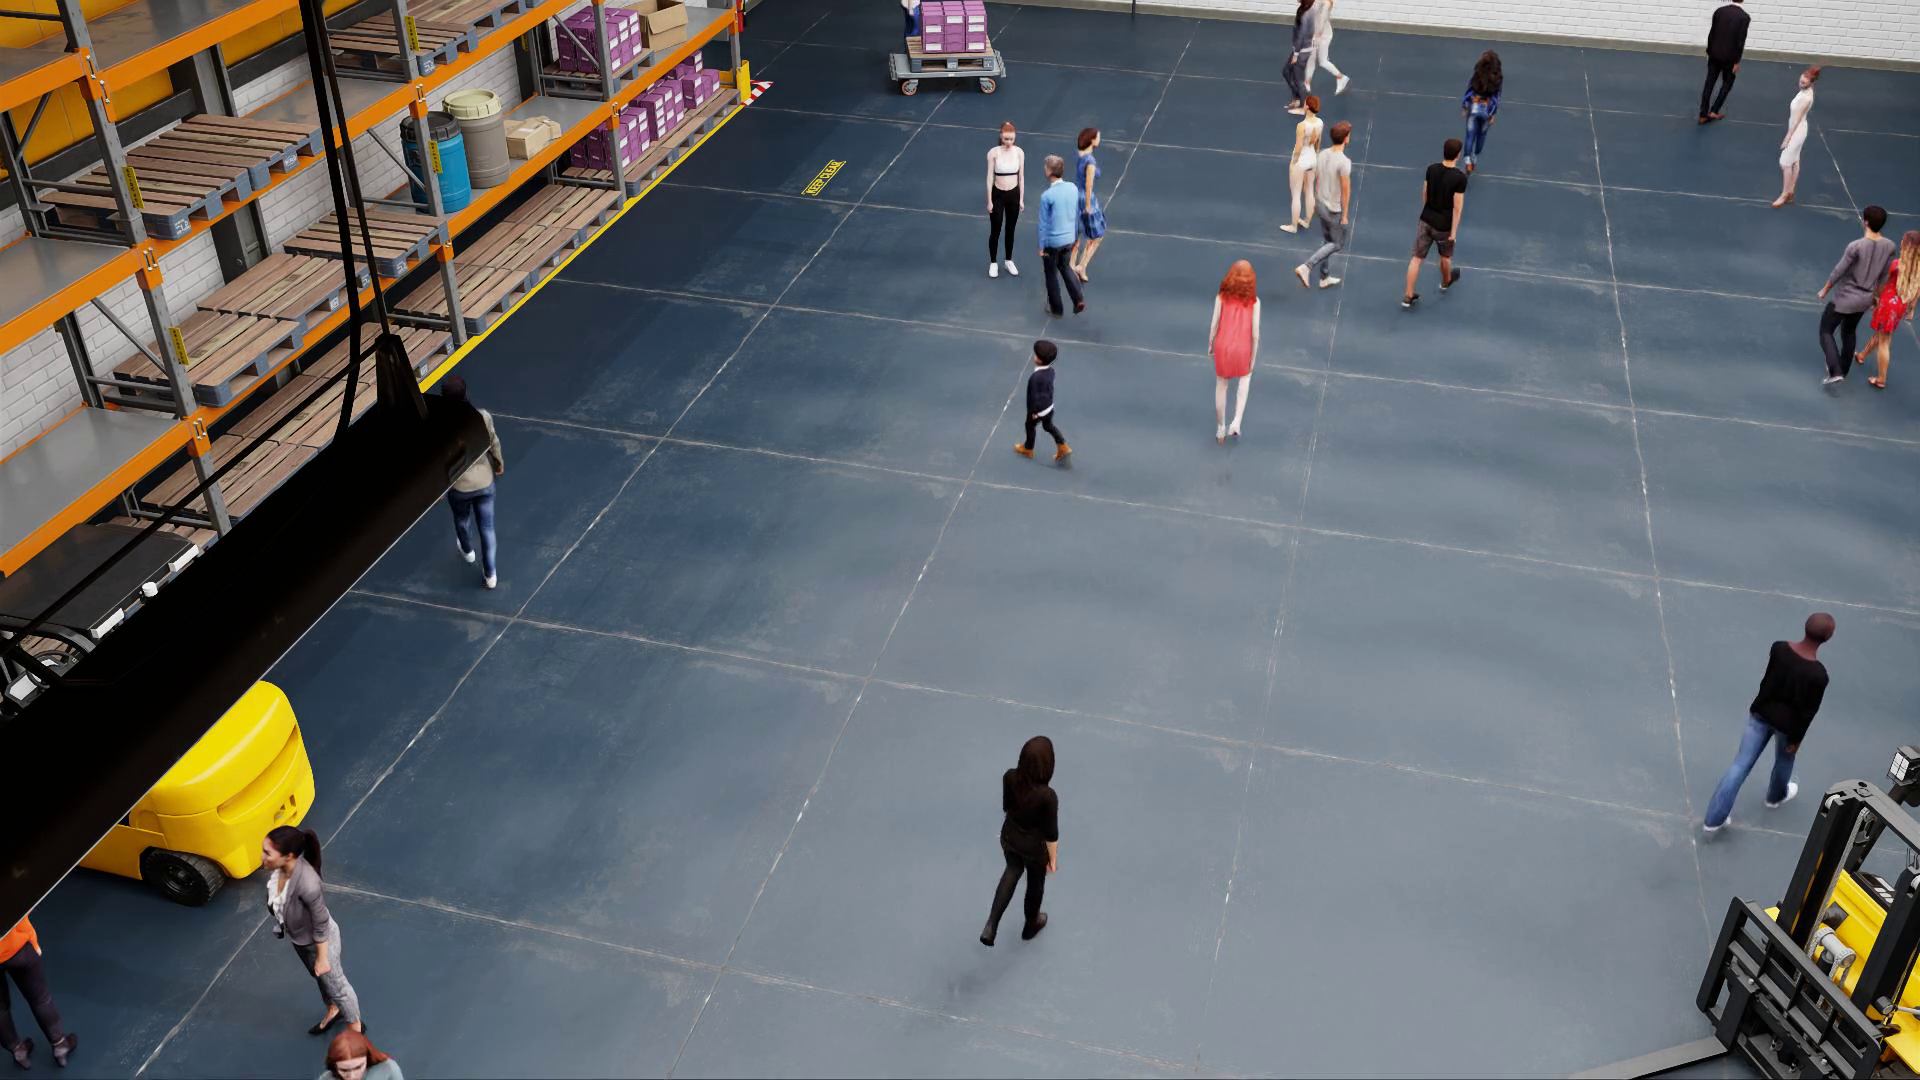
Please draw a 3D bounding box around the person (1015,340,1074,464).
[{"bbox_3d":[0.787,-1.245,15.148,0.747,1.211,0.821,23,40,30],"label":"person"}]

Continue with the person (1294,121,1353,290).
[{"bbox_3d":[3.950,-3.576,18.056,1.057,1.872,1.015,-13,36,-19],"label":"person"}]

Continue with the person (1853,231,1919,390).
[{"bbox_3d":[9.173,-2.223,16.298,0.798,1.565,1.026,-4,34,-6],"label":"person"}]

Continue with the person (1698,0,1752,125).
[{"bbox_3d":[10.291,-6.558,22.545,0.890,1.870,0.855,-23,40,-30],"label":"person"}]

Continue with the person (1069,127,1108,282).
[{"bbox_3d":[1.289,-3.631,18.210,0.884,1.794,0.816,-13,36,-19],"label":"person"}]

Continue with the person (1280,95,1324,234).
[{"bbox_3d":[4.050,-4.422,19.536,0.598,1.644,0.679,-22,39,-29],"label":"person"}]

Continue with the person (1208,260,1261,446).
[{"bbox_3d":[2.488,-1.670,15.240,0.606,1.816,0.576,7,34,10],"label":"person"}]

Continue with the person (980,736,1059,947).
[{"bbox_3d":[0.355,1.878,10.071,0.770,1.630,0.918,23,40,30],"label":"person"}]

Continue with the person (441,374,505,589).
[{"bbox_3d":[-3.915,-0.416,13.332,1.044,1.841,1.127,-14,36,-20],"label":"person"}]

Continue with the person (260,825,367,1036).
[{"bbox_3d":[-3.669,2.261,9.451,0.750,1.678,0.722,-28,43,-35],"label":"person"}]

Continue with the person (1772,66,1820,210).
[{"bbox_3d":[10.148,-4.870,20.091,0.814,1.775,0.587,25,41,33],"label":"person"}]

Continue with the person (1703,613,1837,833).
[{"bbox_3d":[5.324,1.230,10.974,1.190,1.709,1.088,-20,38,-27],"label":"person"}]

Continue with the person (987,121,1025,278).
[{"bbox_3d":[0.495,-3.795,18.498,0.667,1.749,0.673,-7,34,-11],"label":"person"}]

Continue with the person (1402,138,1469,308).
[{"bbox_3d":[5.039,-3.349,17.776,1.045,1.805,1.309,26,42,33],"label":"person"}]

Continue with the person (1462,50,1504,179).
[{"bbox_3d":[6.543,-5.327,20.943,0.618,1.593,1.021,9,35,13],"label":"person"}]

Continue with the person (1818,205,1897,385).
[{"bbox_3d":[8.732,-2.335,16.226,0.849,1.832,0.911,-3,34,-4],"label":"person"}]

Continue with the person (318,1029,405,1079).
[{"bbox_3d":[-2.904,2.982,8.318,0.720,1.731,0.775,-9,35,-14],"label":"person"}]

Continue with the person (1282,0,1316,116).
[{"bbox_3d":[4.788,-6.729,22.914,0.702,1.746,0.570,6,34,9],"label":"person"}]

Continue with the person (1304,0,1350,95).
[{"bbox_3d":[5.214,-7.141,23.593,0.831,1.682,1.009,1,34,2],"label":"person"}]

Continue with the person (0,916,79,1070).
[{"bbox_3d":[-5.366,2.323,9.294,0.703,1.748,0.709,-8,34,-12],"label":"person"}]

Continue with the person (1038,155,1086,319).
[{"bbox_3d":[1.084,-3.131,17.458,0.918,1.793,0.971,-18,38,-26],"label":"person"}]
